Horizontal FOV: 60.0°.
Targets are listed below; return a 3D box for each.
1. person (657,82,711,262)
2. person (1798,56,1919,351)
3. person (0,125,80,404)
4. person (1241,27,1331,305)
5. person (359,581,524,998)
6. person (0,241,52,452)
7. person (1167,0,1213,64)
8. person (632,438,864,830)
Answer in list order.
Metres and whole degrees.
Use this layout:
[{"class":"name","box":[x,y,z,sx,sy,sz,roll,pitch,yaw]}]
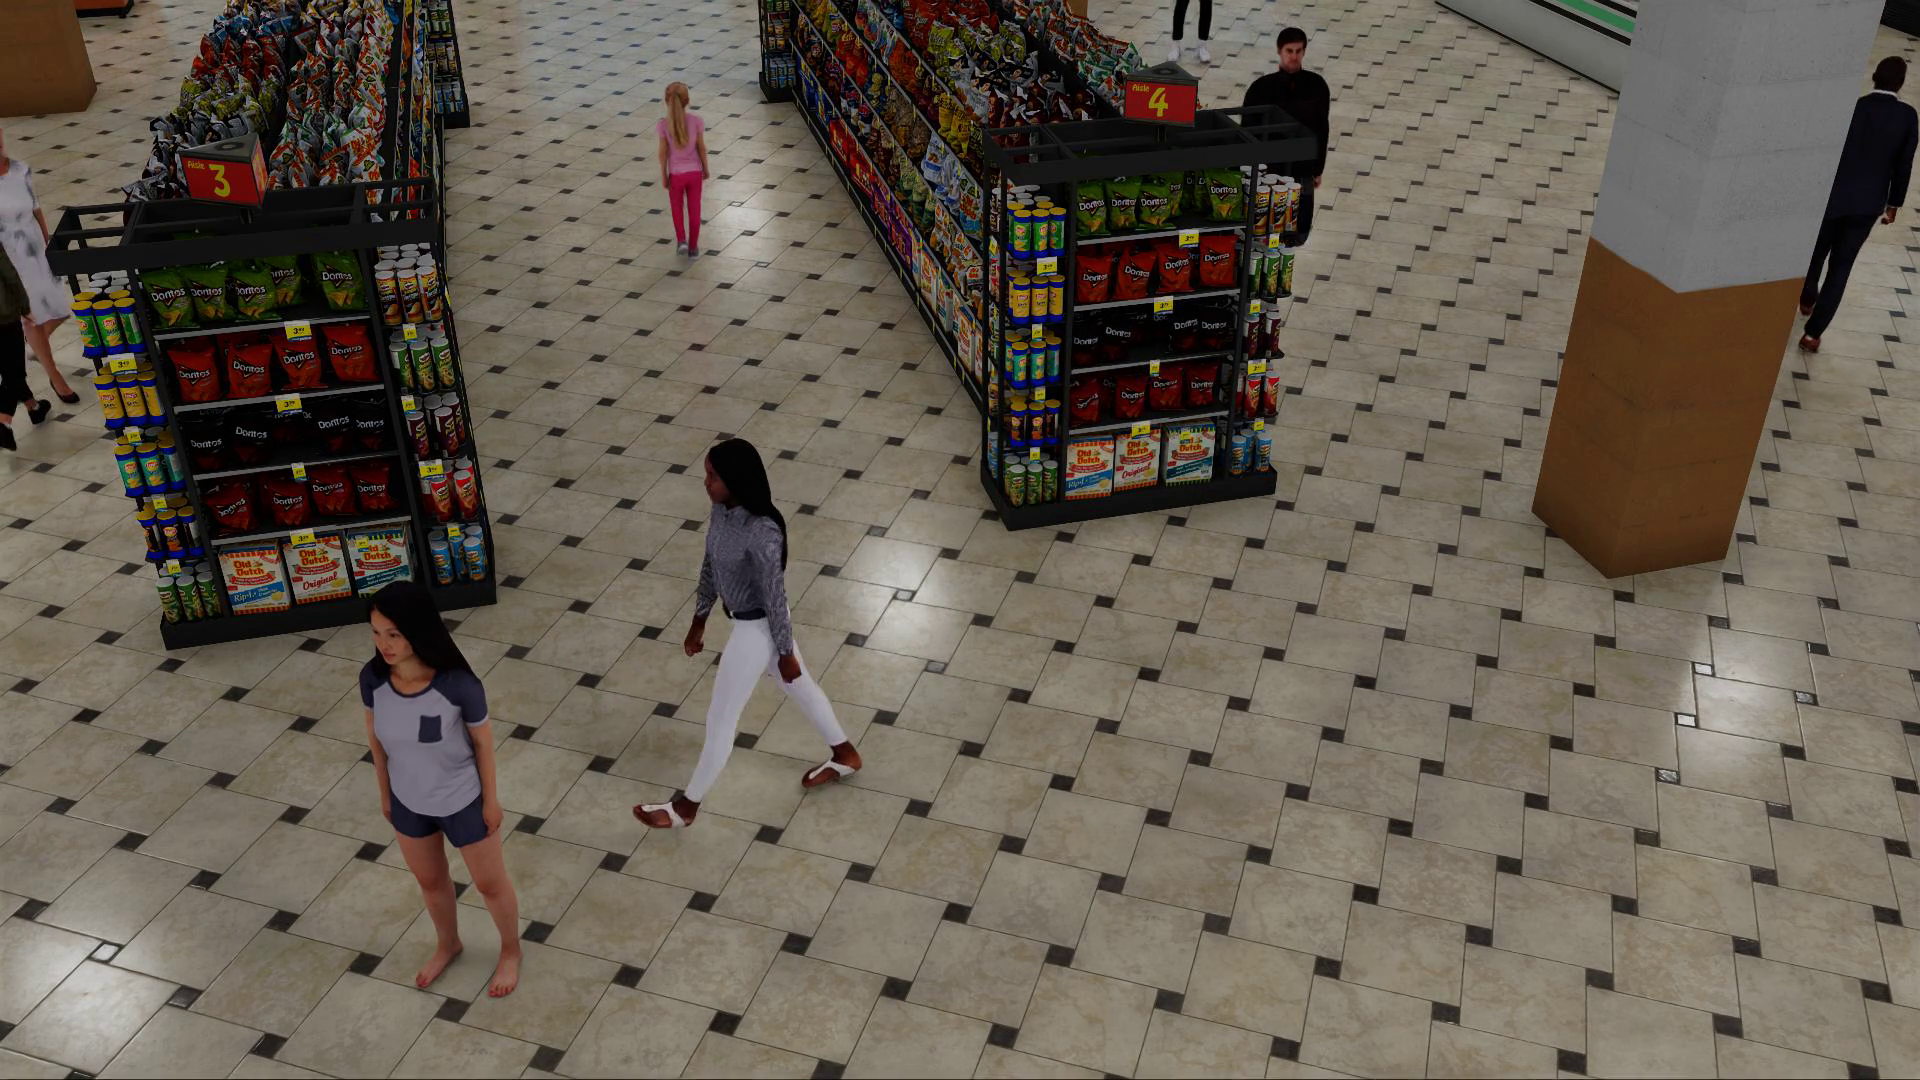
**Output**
[{"class":"person","box":[-1.911,-2.545,11.578,0.518,1.264,0.583,-5,32,-8]},{"class":"person","box":[5.451,-2.033,10.252,1.150,1.796,1.187,19,37,28]},{"class":"person","box":[-5.509,-1.637,9.672,0.893,1.736,0.827,18,36,27]},{"class":"person","box":[2.100,-2.438,10.872,0.835,1.829,0.956,-1,32,-2]},{"class":"person","box":[-1.766,0.863,5.683,0.669,1.705,0.661,6,32,9]},{"class":"person","box":[-5.394,-1.189,9.224,0.658,1.450,0.989,-3,32,-5]},{"class":"person","box":[2.252,-5.465,15.748,0.728,1.817,0.668,1,32,1]},{"class":"person","box":[-0.706,0.361,6.528,0.755,1.665,1.180,-13,34,-20]}]
